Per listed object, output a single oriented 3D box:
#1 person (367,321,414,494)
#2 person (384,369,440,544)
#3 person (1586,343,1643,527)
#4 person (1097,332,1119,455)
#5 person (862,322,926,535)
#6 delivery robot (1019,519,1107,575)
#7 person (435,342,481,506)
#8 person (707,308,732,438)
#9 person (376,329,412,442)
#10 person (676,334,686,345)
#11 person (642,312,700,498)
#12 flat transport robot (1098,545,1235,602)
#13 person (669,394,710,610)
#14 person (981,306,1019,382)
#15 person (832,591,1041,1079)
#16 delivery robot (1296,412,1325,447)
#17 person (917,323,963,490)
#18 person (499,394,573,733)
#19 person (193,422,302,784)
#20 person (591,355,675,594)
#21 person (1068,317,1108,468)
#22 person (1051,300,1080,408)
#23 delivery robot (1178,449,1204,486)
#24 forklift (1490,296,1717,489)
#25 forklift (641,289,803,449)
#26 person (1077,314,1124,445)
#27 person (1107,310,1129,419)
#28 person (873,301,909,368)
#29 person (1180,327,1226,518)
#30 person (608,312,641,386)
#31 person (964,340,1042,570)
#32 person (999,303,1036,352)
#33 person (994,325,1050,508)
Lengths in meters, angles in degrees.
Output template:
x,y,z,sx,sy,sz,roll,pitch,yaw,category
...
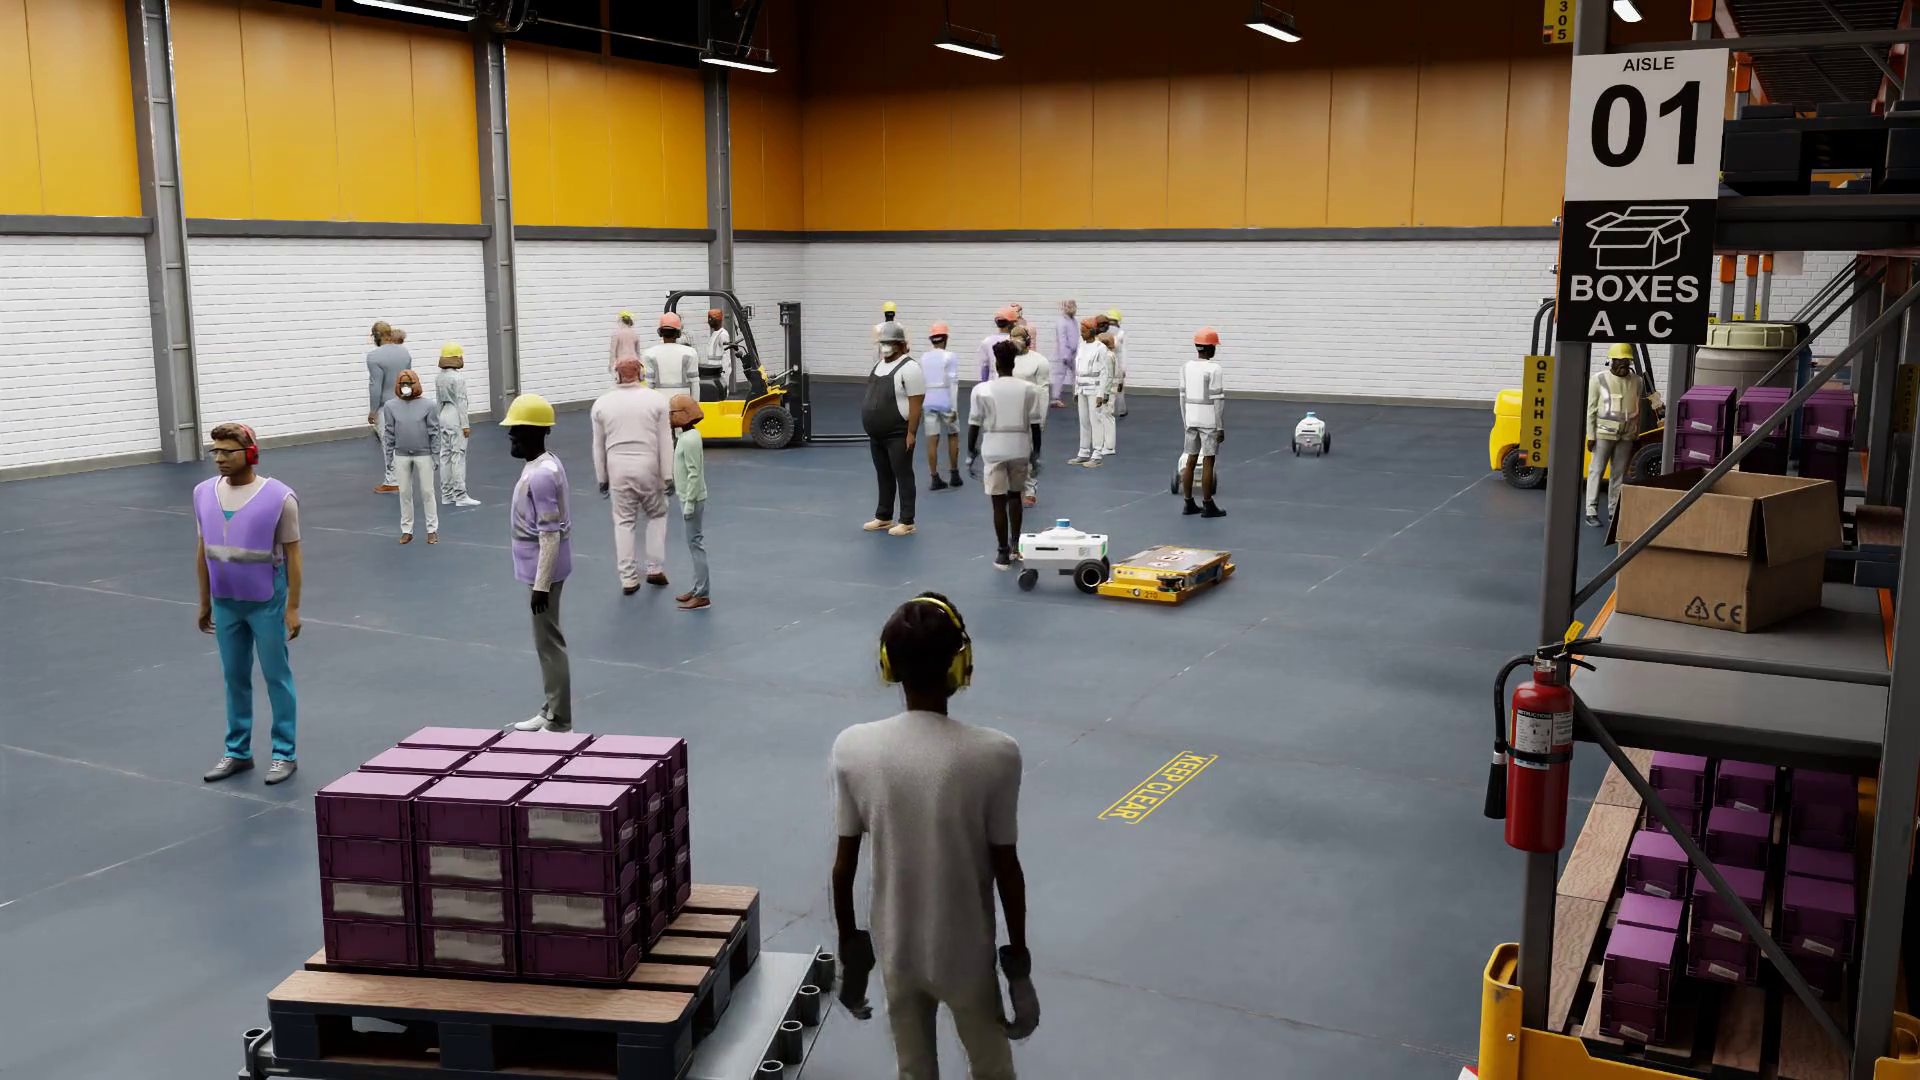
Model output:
x,y,z,sx,sy,sz,roll,pitch,yaw,category
-6.385,-1.482,18.621,0.372,1.935,0.627,4,11,23,person
-5.052,-0.764,15.361,0.501,1.626,0.282,-1,10,-4,person
6.443,-1.043,16.367,0.591,1.834,0.404,-2,10,-9,person
1.959,-1.949,22.183,0.308,1.636,0.524,1,10,4,person
-0.681,-1.068,15.912,0.539,2.000,0.689,-8,13,-39,person
0.824,0.073,13.331,0.707,0.478,0.477,1,10,6,delivery robot
-5.385,-1.236,17.745,0.485,1.745,0.296,8,13,40,person
-3.508,-2.422,24.199,0.354,1.886,0.572,-4,11,-22,person
-7.985,-2.169,23.485,0.516,1.622,0.658,3,10,17,person
-4.310,-2.463,24.708,0.782,1.795,0.546,-3,10,-16,person
-3.141,-1.457,18.157,0.608,2.044,0.370,-1,10,-7,person
1.684,0.253,13.386,0.652,0.197,1.431,5,11,27,flat transport robot
-2.051,-0.291,12.595,0.271,1.631,0.507,-2,10,-10,person
0.567,-1.864,20.524,0.615,2.038,0.395,6,12,32,person
-0.069,1.056,4.147,0.557,1.855,0.460,3,10,19,person
4.682,-1.461,22.212,0.477,0.478,0.707,3,10,15,delivery robot
-0.231,-1.530,19.048,0.549,1.883,0.715,4,11,24,person
-2.306,0.163,9.104,0.361,1.928,0.594,-3,10,-16,person
-3.601,0.317,8.462,0.564,1.844,0.395,2,10,12,person
-2.584,-0.522,13.235,0.661,1.872,0.623,0,10,2,person
1.624,-1.856,20.924,0.355,1.887,0.574,-6,12,-32,person
1.981,-3.204,28.770,0.878,1.870,0.664,5,11,29,person
2.653,-0.858,18.724,0.477,0.478,0.707,2,10,12,delivery robot
7.296,-1.677,18.993,2.313,2.155,1.214,5,11,27,forklift
-3.358,-2.392,23.136,2.313,2.155,1.214,-1,10,-5,forklift
1.964,-2.228,23.224,0.662,1.830,0.525,-1,10,-5,person
2.439,-2.786,26.609,0.599,1.782,0.926,4,11,23,person
-1.098,-2.784,26.177,0.594,1.924,0.382,-3,10,-18,person
2.489,-1.198,16.965,0.361,1.938,0.545,-8,13,-40,person
-5.432,-2.860,27.210,0.617,1.728,0.373,-8,13,-39,person
0.360,-0.742,14.280,0.636,1.939,0.676,-2,10,-14,person
0.862,-2.762,26.113,0.651,1.905,0.409,5,11,25,person
0.634,-1.306,17.607,0.627,1.934,0.372,4,11,22,person
